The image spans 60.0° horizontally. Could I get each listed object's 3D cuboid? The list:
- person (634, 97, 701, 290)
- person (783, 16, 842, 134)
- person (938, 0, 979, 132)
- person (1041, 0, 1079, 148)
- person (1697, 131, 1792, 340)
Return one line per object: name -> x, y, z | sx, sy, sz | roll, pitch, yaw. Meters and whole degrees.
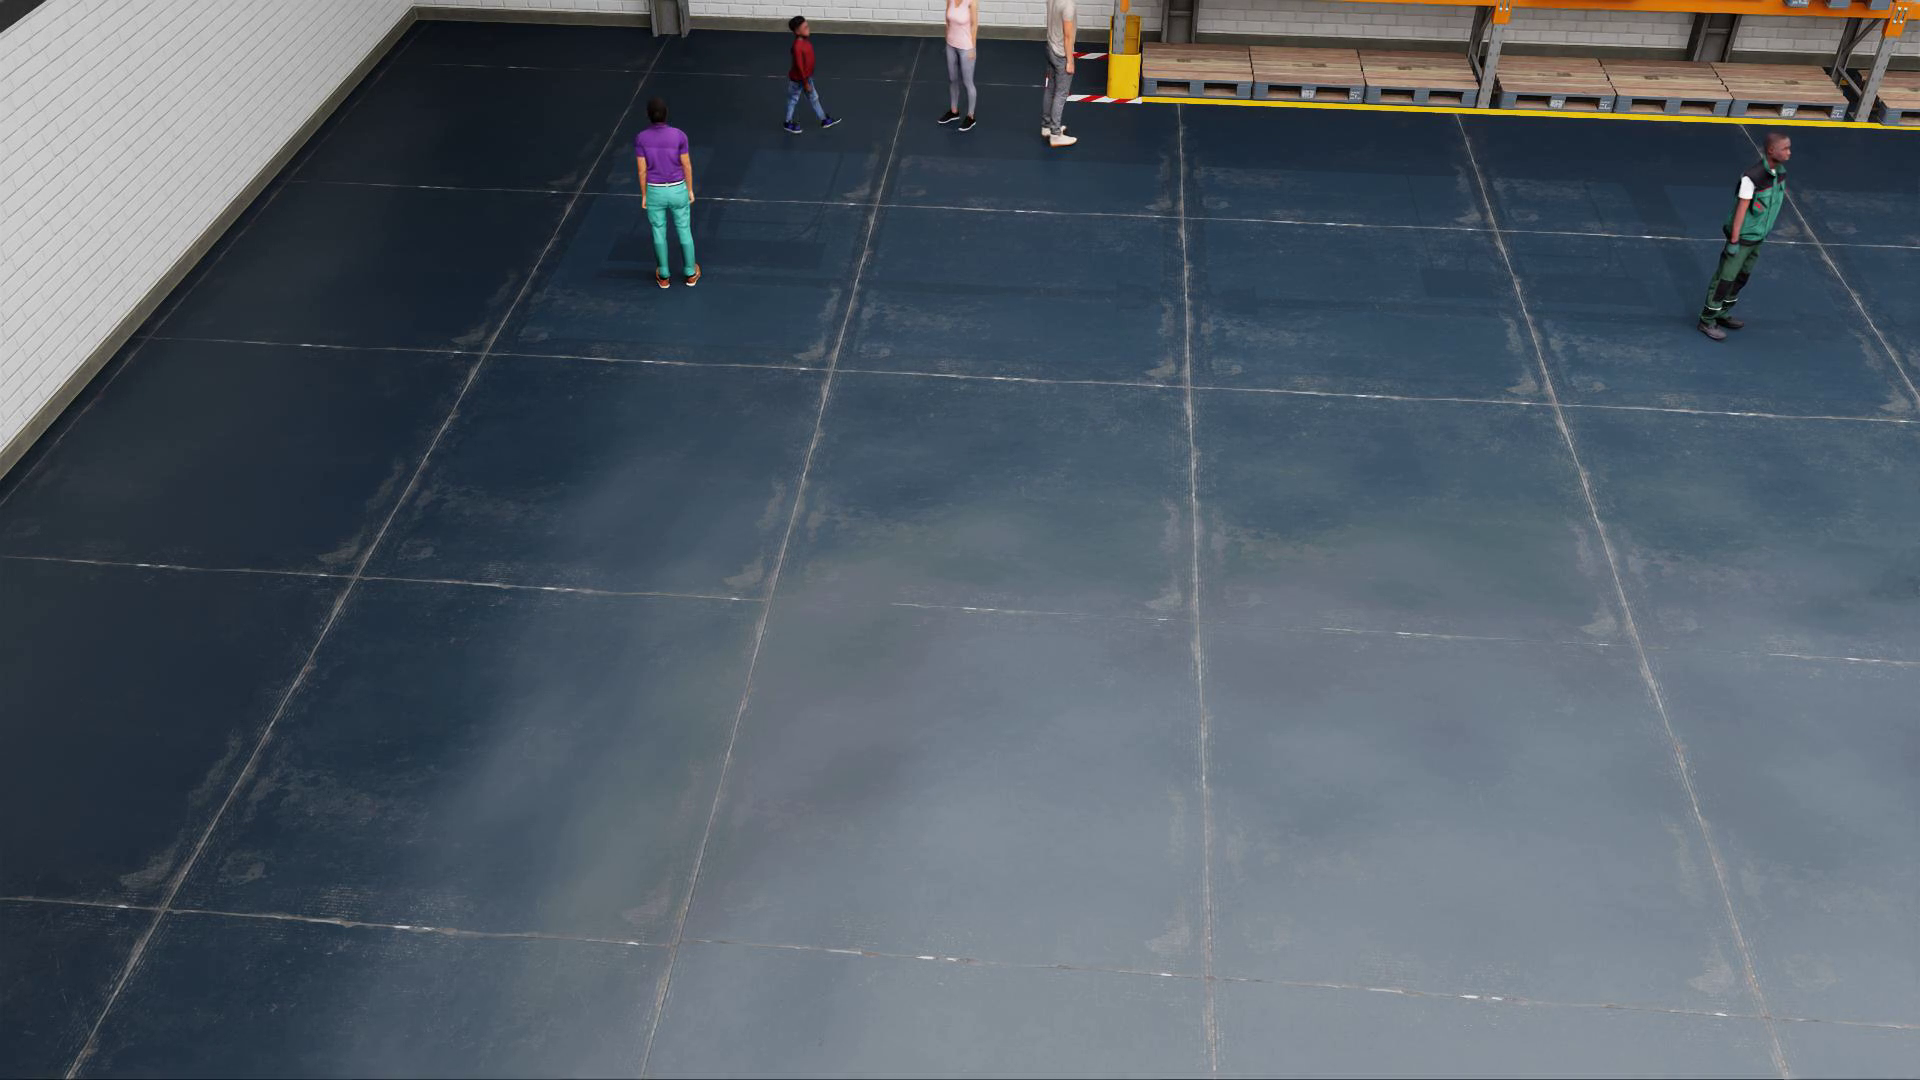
person -> -2.585, -3.058, 14.663 | 0.583, 1.768, 0.741 | -8, 39, -10
person -> -1.716, -4.824, 17.303 | 0.859, 1.232, 0.588 | 9, 39, 11
person -> 0.019, -5.147, 17.314 | 0.626, 1.723, 0.709 | 29, 47, 31
person -> 1.016, -4.972, 16.960 | 0.691, 1.893, 0.716 | -12, 40, -15
person -> 6.624, -2.586, 14.014 | 0.777, 1.840, 0.837 | -28, 46, -30
